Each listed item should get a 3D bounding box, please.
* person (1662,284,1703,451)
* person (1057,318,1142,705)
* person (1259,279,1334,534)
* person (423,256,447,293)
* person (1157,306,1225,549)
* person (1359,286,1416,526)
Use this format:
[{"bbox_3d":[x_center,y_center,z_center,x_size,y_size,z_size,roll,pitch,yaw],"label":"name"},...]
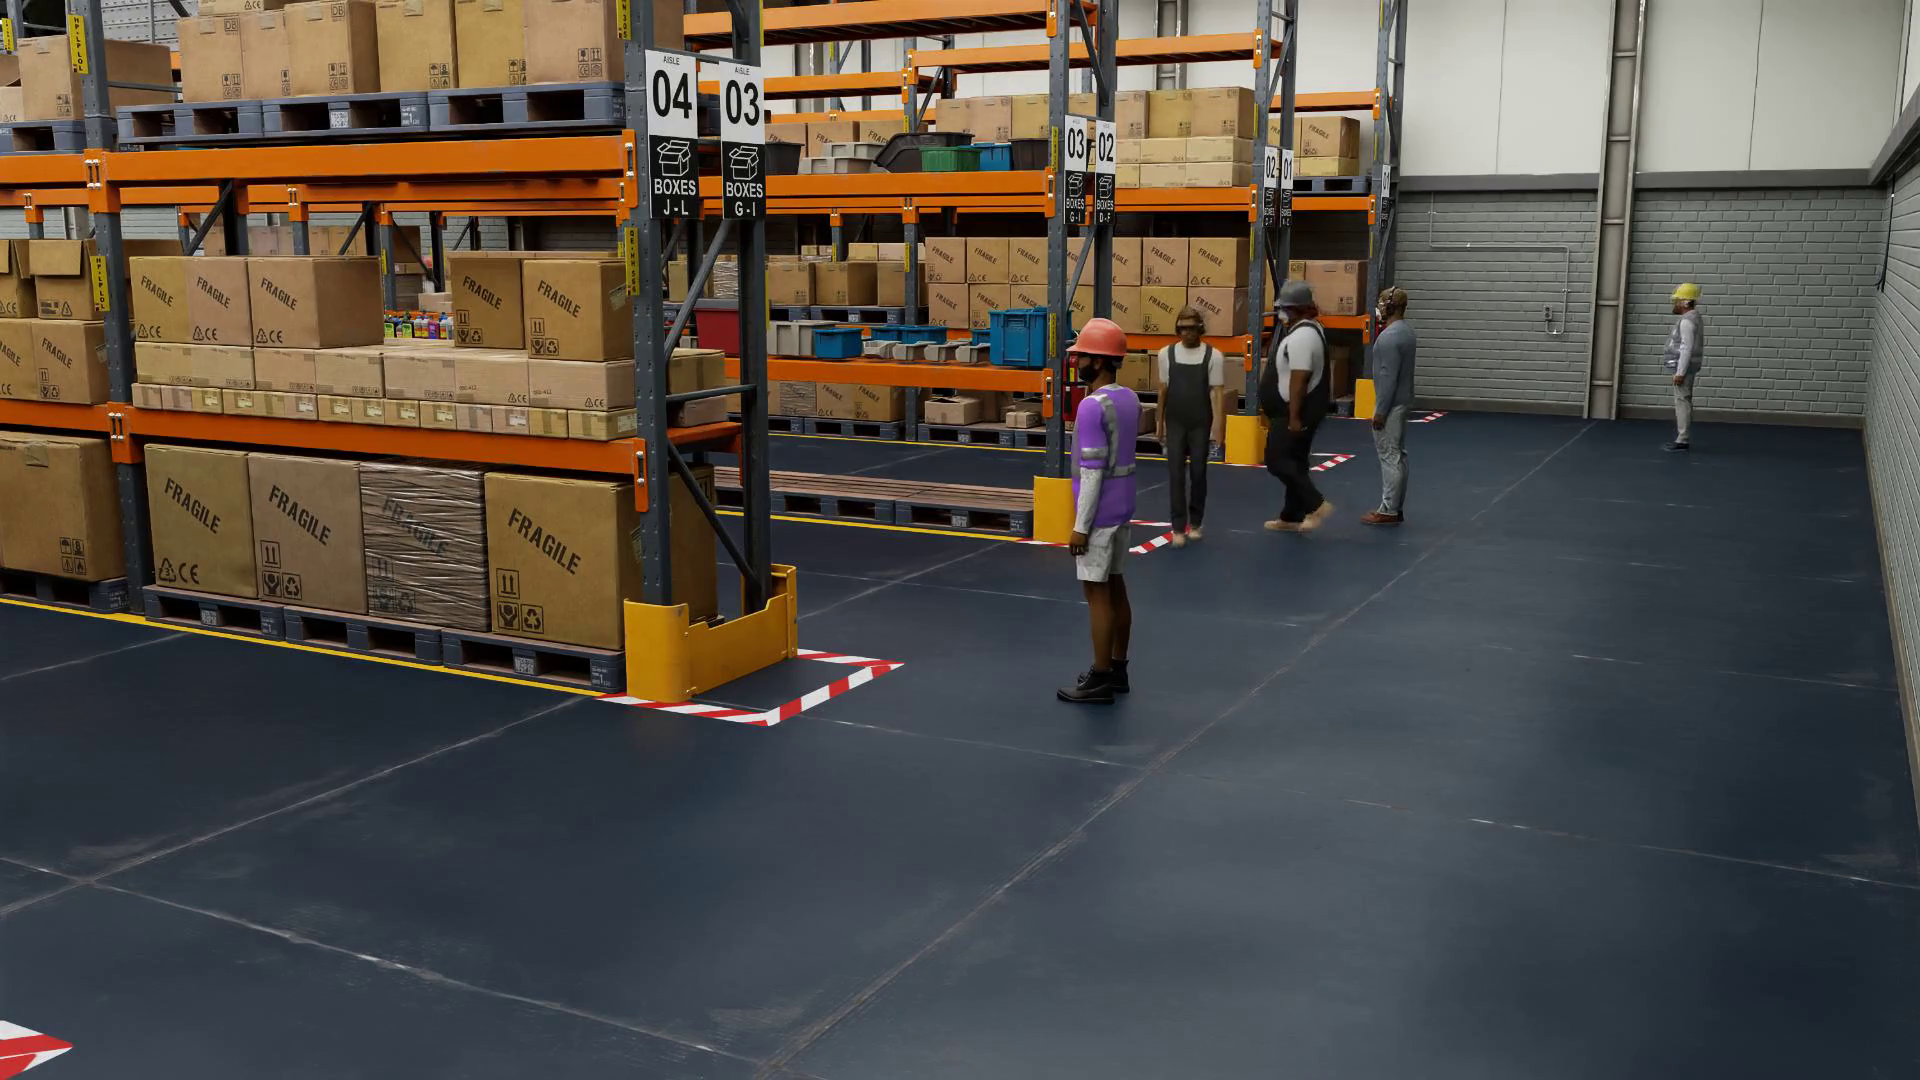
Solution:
[{"bbox_3d":[7.885,-1.875,18.184,0.409,1.823,0.605,5,12,26],"label":"person"},{"bbox_3d":[0.701,-0.141,8.382,0.347,1.942,0.548,5,12,27],"label":"person"},{"bbox_3d":[2.626,-1.041,13.020,0.567,2.000,0.691,5,11,25],"label":"person"},{"bbox_3d":[-8.161,-3.369,25.743,0.429,2.029,0.649,6,12,31],"label":"person"},{"bbox_3d":[1.753,-0.866,12.674,0.529,1.815,0.645,2,11,12],"label":"person"},{"bbox_3d":[3.496,-1.081,13.521,0.368,1.939,0.633,5,12,27],"label":"person"}]
